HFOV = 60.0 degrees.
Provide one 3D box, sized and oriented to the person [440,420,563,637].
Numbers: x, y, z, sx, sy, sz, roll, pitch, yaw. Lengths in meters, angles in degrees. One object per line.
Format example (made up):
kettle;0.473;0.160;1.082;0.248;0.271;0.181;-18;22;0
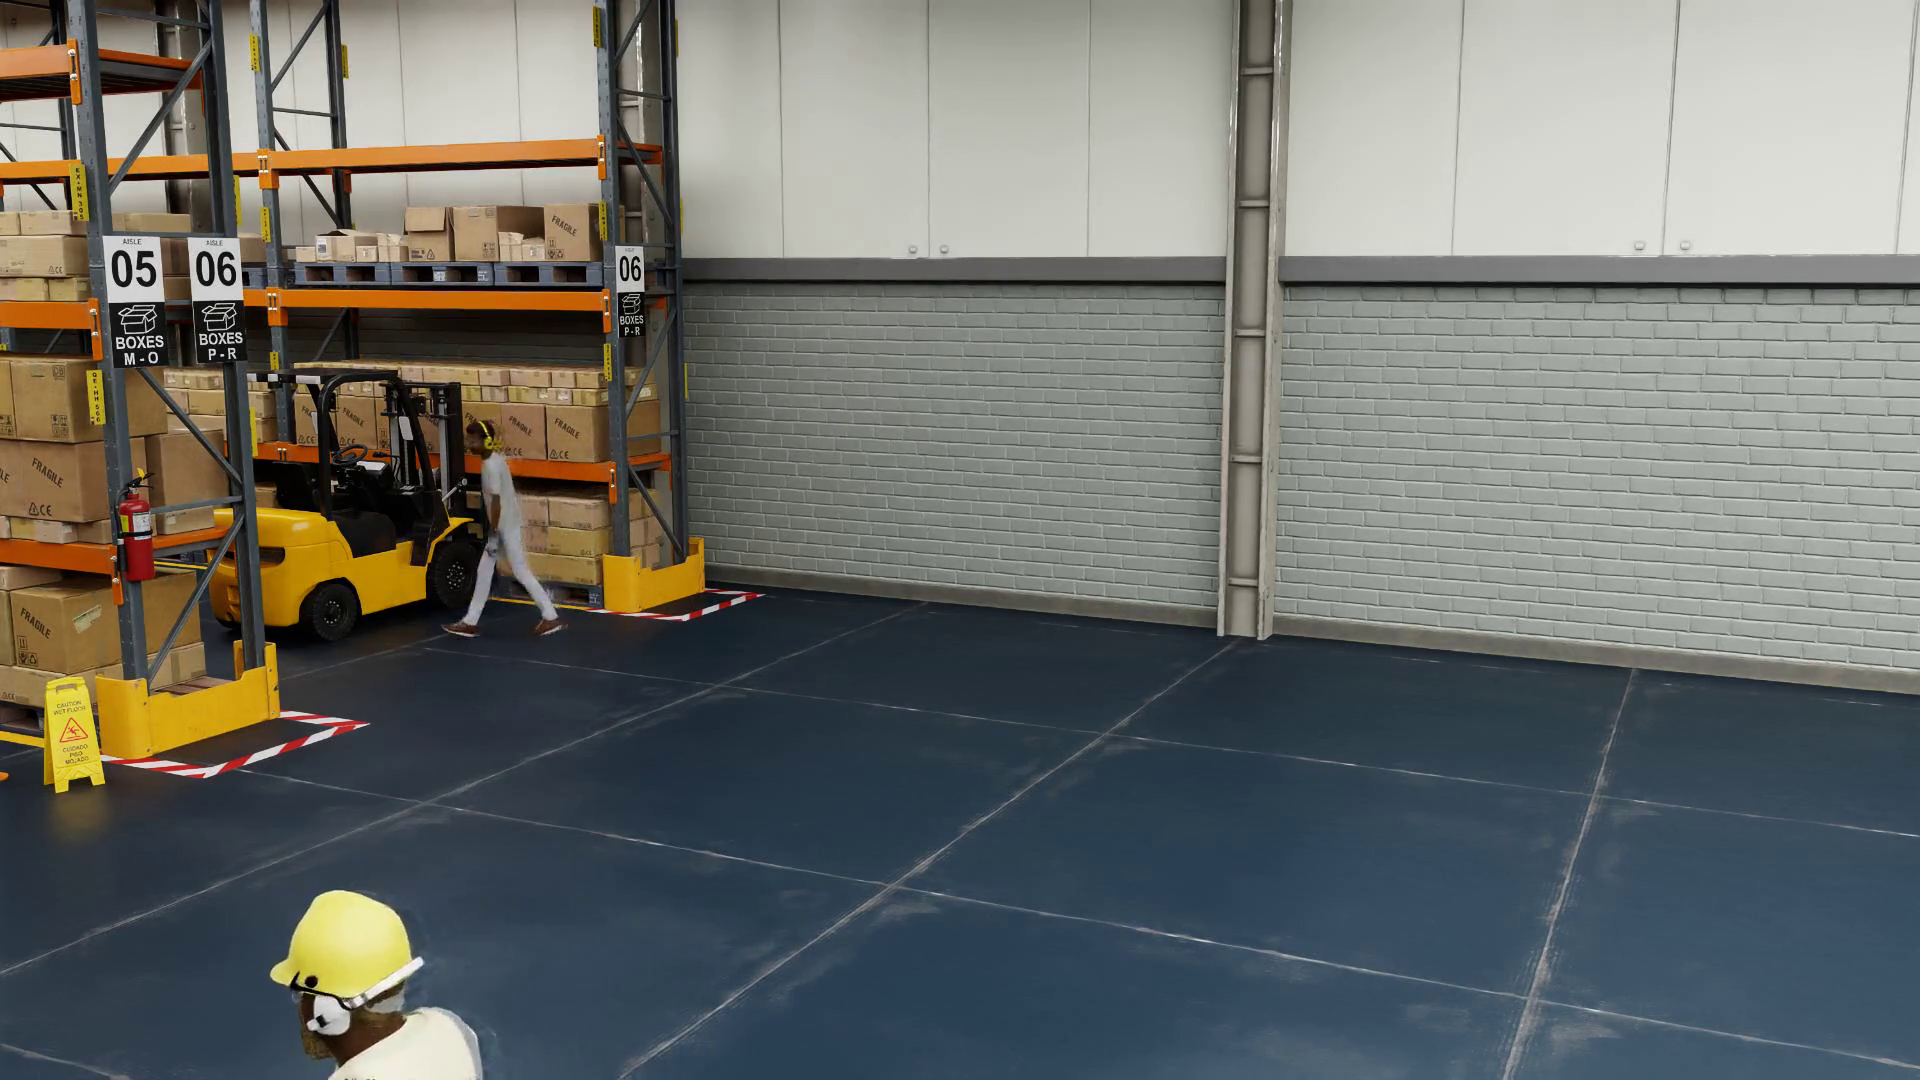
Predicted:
person;-3.769;-0.078;13.623;1.001;1.815;0.561;-4;10;-23

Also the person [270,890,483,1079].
person;-1.098;1.591;3.448;0.894;1.798;0.605;2;9;9
